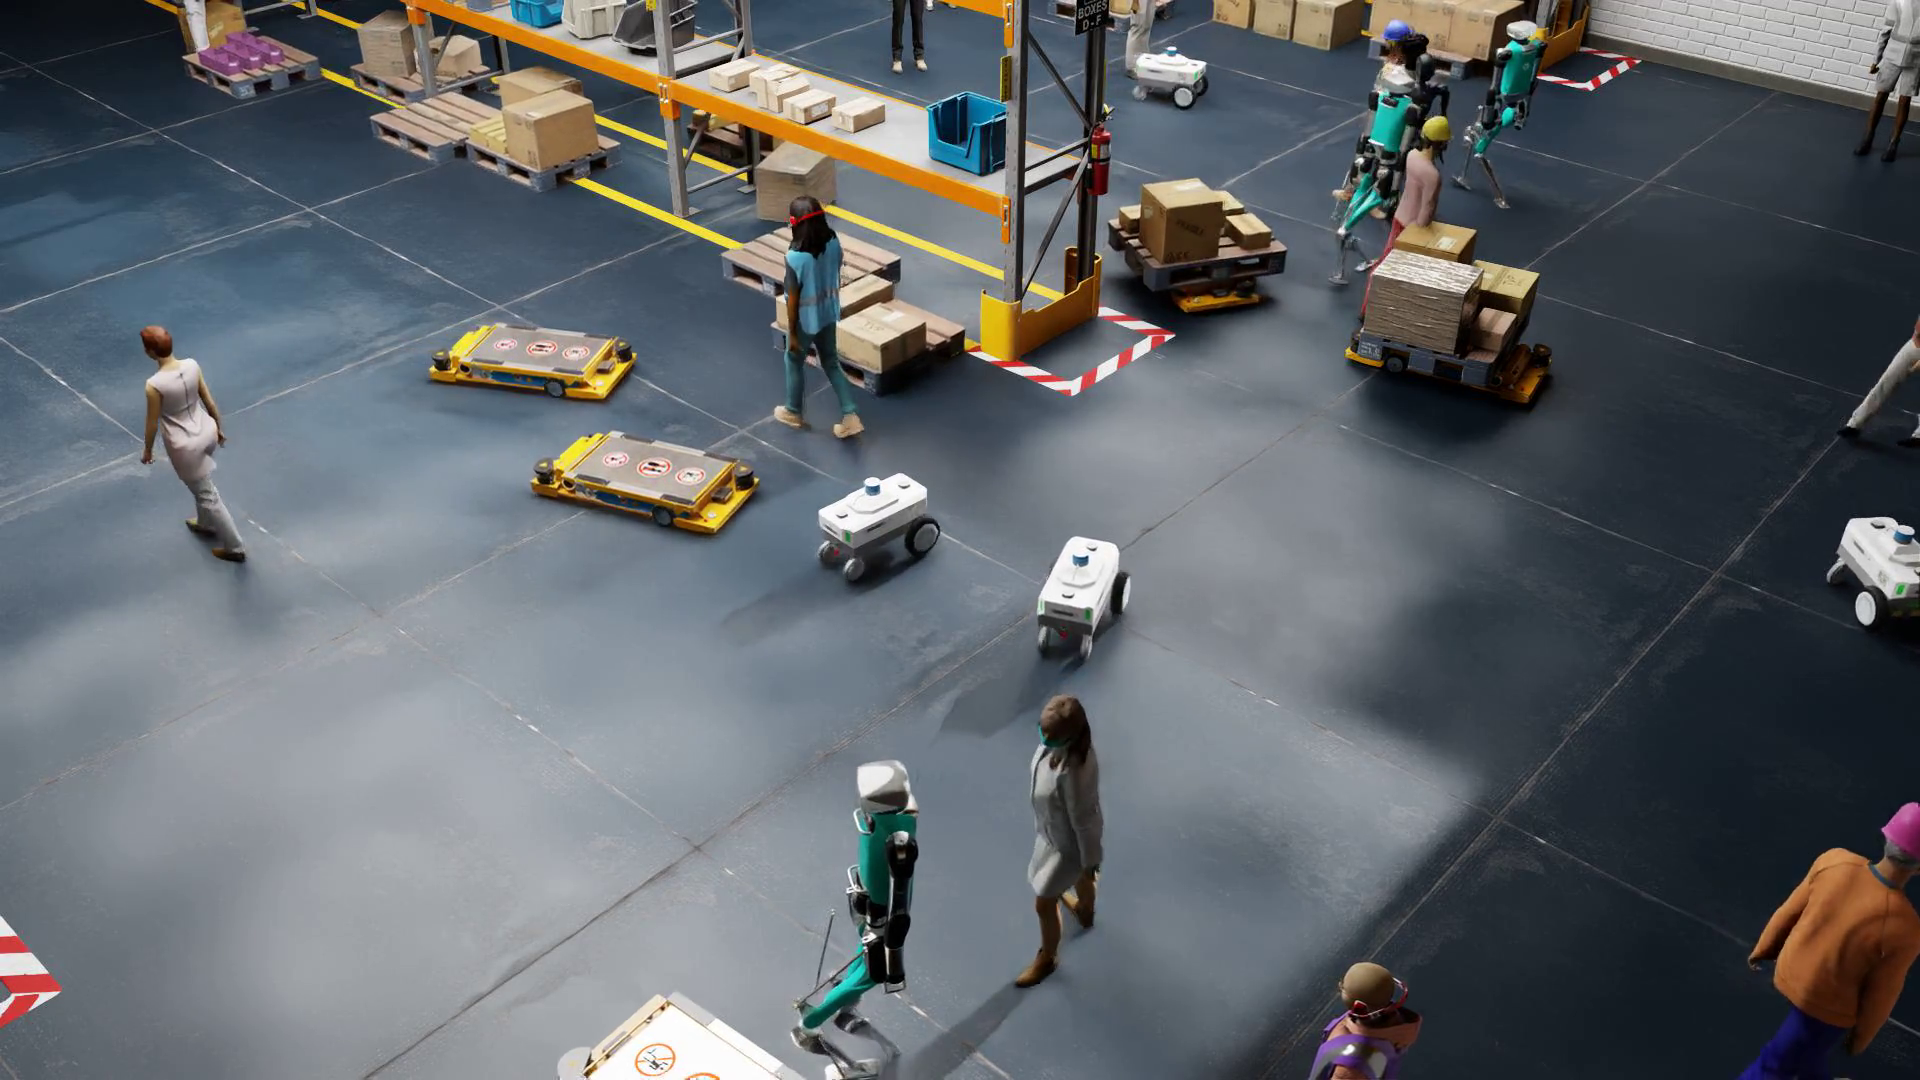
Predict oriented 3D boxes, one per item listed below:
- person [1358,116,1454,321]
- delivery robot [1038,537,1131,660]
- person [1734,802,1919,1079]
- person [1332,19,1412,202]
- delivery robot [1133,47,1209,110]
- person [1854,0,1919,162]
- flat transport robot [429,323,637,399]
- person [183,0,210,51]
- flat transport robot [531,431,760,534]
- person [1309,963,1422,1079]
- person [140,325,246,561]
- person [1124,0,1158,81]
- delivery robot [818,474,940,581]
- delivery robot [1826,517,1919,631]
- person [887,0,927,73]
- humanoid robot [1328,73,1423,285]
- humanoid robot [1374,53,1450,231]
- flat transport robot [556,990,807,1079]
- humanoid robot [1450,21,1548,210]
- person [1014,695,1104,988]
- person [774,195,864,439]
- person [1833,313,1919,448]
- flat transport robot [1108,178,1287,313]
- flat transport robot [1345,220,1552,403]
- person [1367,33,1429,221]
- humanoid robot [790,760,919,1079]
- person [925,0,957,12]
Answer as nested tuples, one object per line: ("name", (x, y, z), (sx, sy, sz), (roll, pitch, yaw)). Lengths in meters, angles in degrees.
("person", (3.652, -2.525, 13.189), (0.887, 1.722, 0.527), (-9, 36, -13))
("delivery robot", (0.729, 0.310, 10.122), (0.499, 0.609, 0.811), (11, 36, 16))
("person", (3.467, 1.805, 6.761), (1.041, 1.908, 0.581), (-8, 35, -11))
("person", (3.926, -3.832, 15.062), (0.856, 1.742, 0.474), (23, 41, 30))
("delivery robot", (2.253, -4.937, 17.716), (0.804, 0.600, 0.499), (14, 37, 20))
("person", (9.116, -4.636, 16.076), (0.547, 1.924, 0.383), (23, 41, 30))
("flat transport robot", (-3.286, -1.385, 12.817), (1.431, 0.231, 0.659), (8, 35, 11))
("person", (-8.446, -6.172, 18.315), (0.403, 1.905, 0.641), (-14, 37, -19))
("flat transport robot", (-2.162, -0.419, 11.418), (1.431, 0.231, 0.659), (13, 37, 18))
("person", (1.473, 2.232, 6.330), (0.345, 1.686, 0.490), (19, 39, 25))
("person", (-4.942, -0.613, 10.485), (0.687, 1.638, 0.444), (12, 36, 17))
("person", (1.972, -5.933, 17.982), (0.408, 1.891, 0.550), (19, 39, 25))
("delivery robot", (-0.546, -0.130, 10.748), (0.797, 0.595, 0.499), (-27, 43, -33))
("delivery robot", (5.760, 0.201, 10.271), (0.505, 0.599, 0.770), (-2, 35, -3))
("person", (-0.567, -6.059, 18.202), (0.505, 1.847, 0.346), (-7, 35, -10))
("humanoid robot", (3.277, -2.918, 13.751), (0.898, 1.771, 0.530), (-19, 39, -26))
("humanoid robot", (3.982, -3.502, 14.649), (0.618, 1.627, 0.439), (-2, 35, -3))
("flat transport robot", (-1.045, 2.499, 7.190), (1.431, 0.231, 0.659), (24, 41, 30))
("humanoid robot", (4.840, -3.982, 15.328), (0.560, 1.767, 0.946), (-16, 38, -21))
("person", (0.474, 1.311, 7.713), (0.430, 1.633, 0.639), (-1, 35, -1))
("person", (-1.012, -1.556, 11.680), (0.550, 1.844, 0.793), (-28, 44, -35))
("person", (6.655, -1.325, 11.504), (0.770, 1.654, 0.459), (-7, 35, -10))
("flat transport robot", (1.956, -2.359, 14.228), (0.659, 0.231, 1.431), (-10, 36, -14))
("flat transport robot", (3.788, -1.442, 12.899), (1.431, 0.231, 0.659), (18, 39, 25))
("person", (3.955, -3.724, 14.955), (0.530, 1.690, 0.322), (-28, 43, -34))
("humanoid robot", (-0.512, 1.722, 7.061), (0.744, 1.820, 0.550), (-9, 36, -13))
("person", (-0.228, -7.307, 20.080), (0.495, 1.765, 0.326), (-10, 36, -14))
